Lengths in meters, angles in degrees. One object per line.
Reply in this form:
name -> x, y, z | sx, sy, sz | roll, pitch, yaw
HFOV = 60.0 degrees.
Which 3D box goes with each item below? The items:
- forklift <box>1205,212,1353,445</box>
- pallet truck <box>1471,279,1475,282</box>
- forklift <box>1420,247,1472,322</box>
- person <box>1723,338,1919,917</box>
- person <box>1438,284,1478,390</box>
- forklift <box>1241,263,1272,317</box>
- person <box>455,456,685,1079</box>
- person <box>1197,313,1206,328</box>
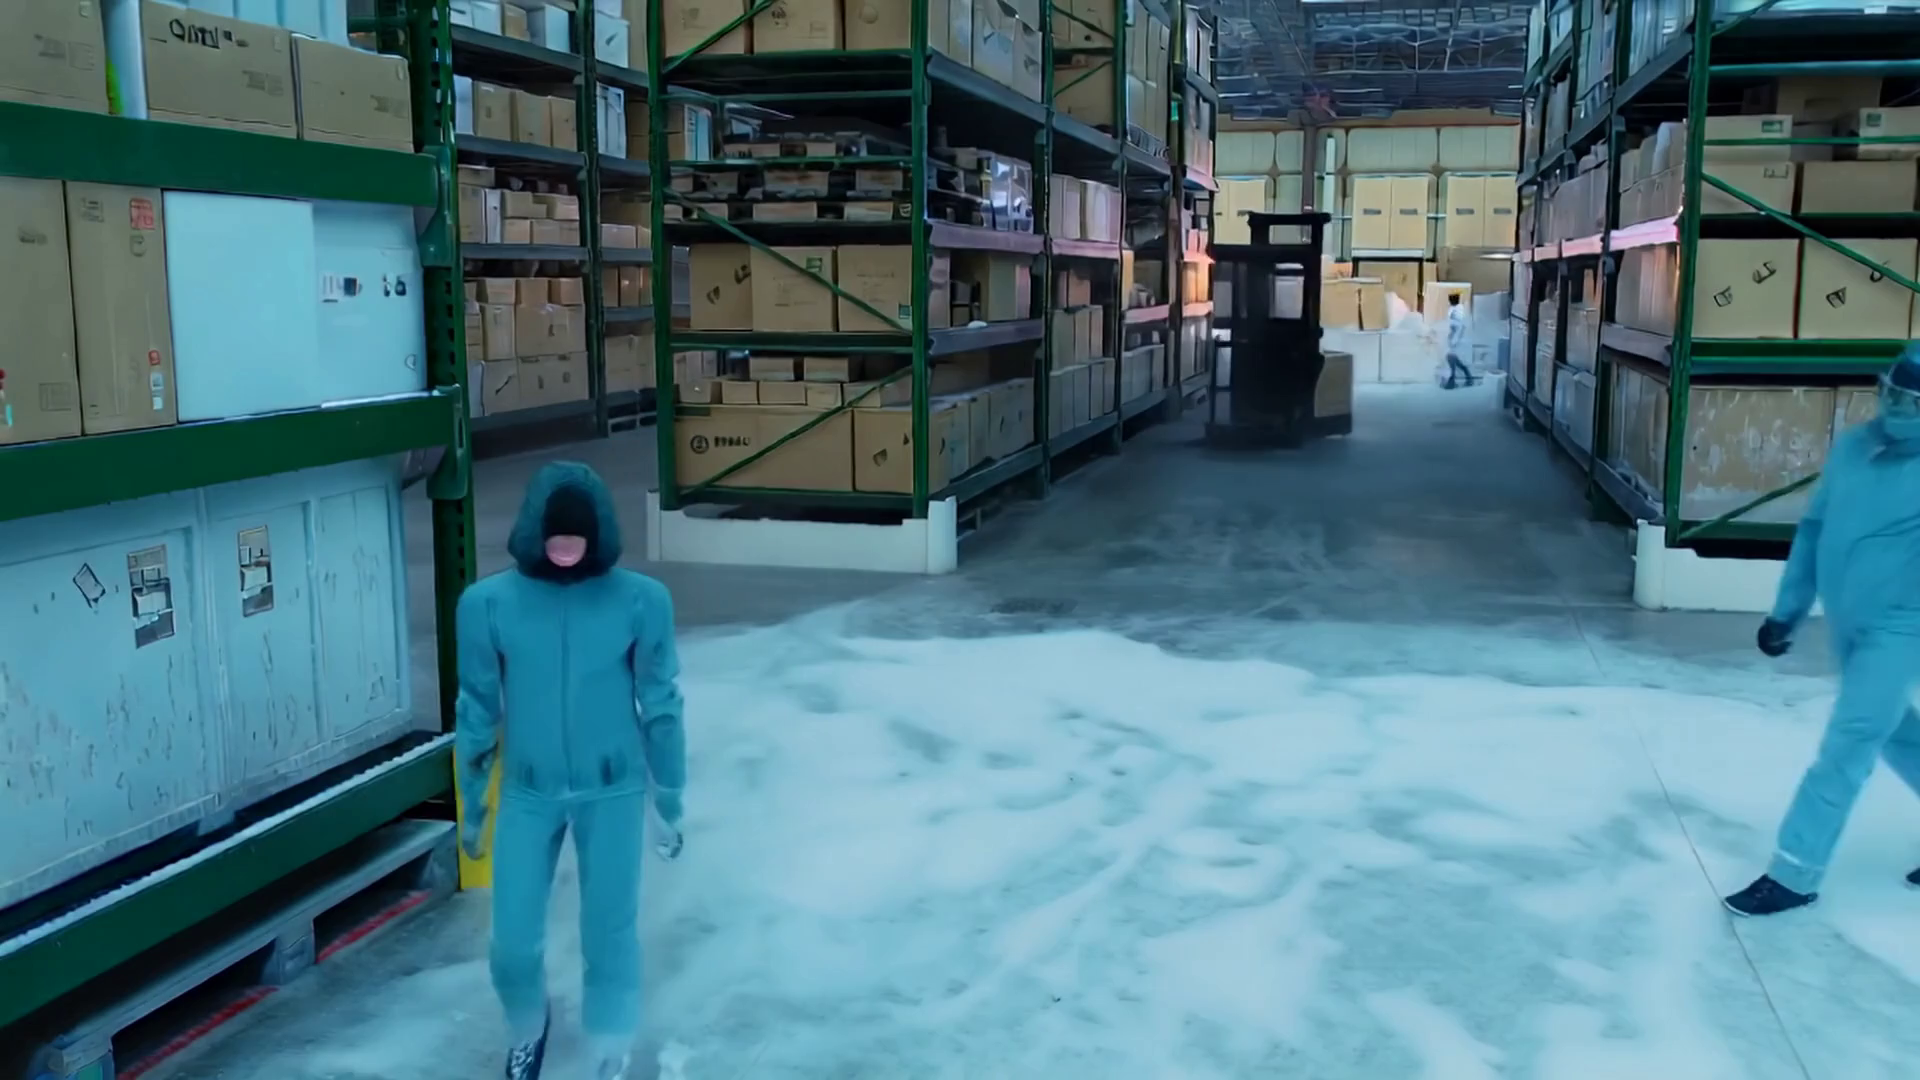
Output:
forklift -> 4.047, -2.660, 20.673 | 1.129, 2.768, 1.873 | 7, 12, 39
pallet truck -> 18.896, -8.459, 60.307 | 1.885, 1.965, 0.823 | 5, 10, 31
forklift -> 12.724, -6.180, 43.035 | 1.129, 2.768, 1.873 | -3, 9, -19
person -> 2.982, 0.279, 5.281 | 1.016, 1.846, 0.659 | -1, 9, -7
person -> 9.062, -3.678, 30.184 | 0.598, 1.917, 0.567 | 2, 9, 10
forklift -> 10.551, -8.662, 58.805 | 1.129, 2.768, 1.873 | 2, 9, 15
person -> -0.899, 0.613, 3.859 | 0.514, 1.620, 0.419 | -2, 9, -14
person -> 5.093, -4.713, 36.599 | 0.904, 1.961, 0.653 | 0, 9, -2
